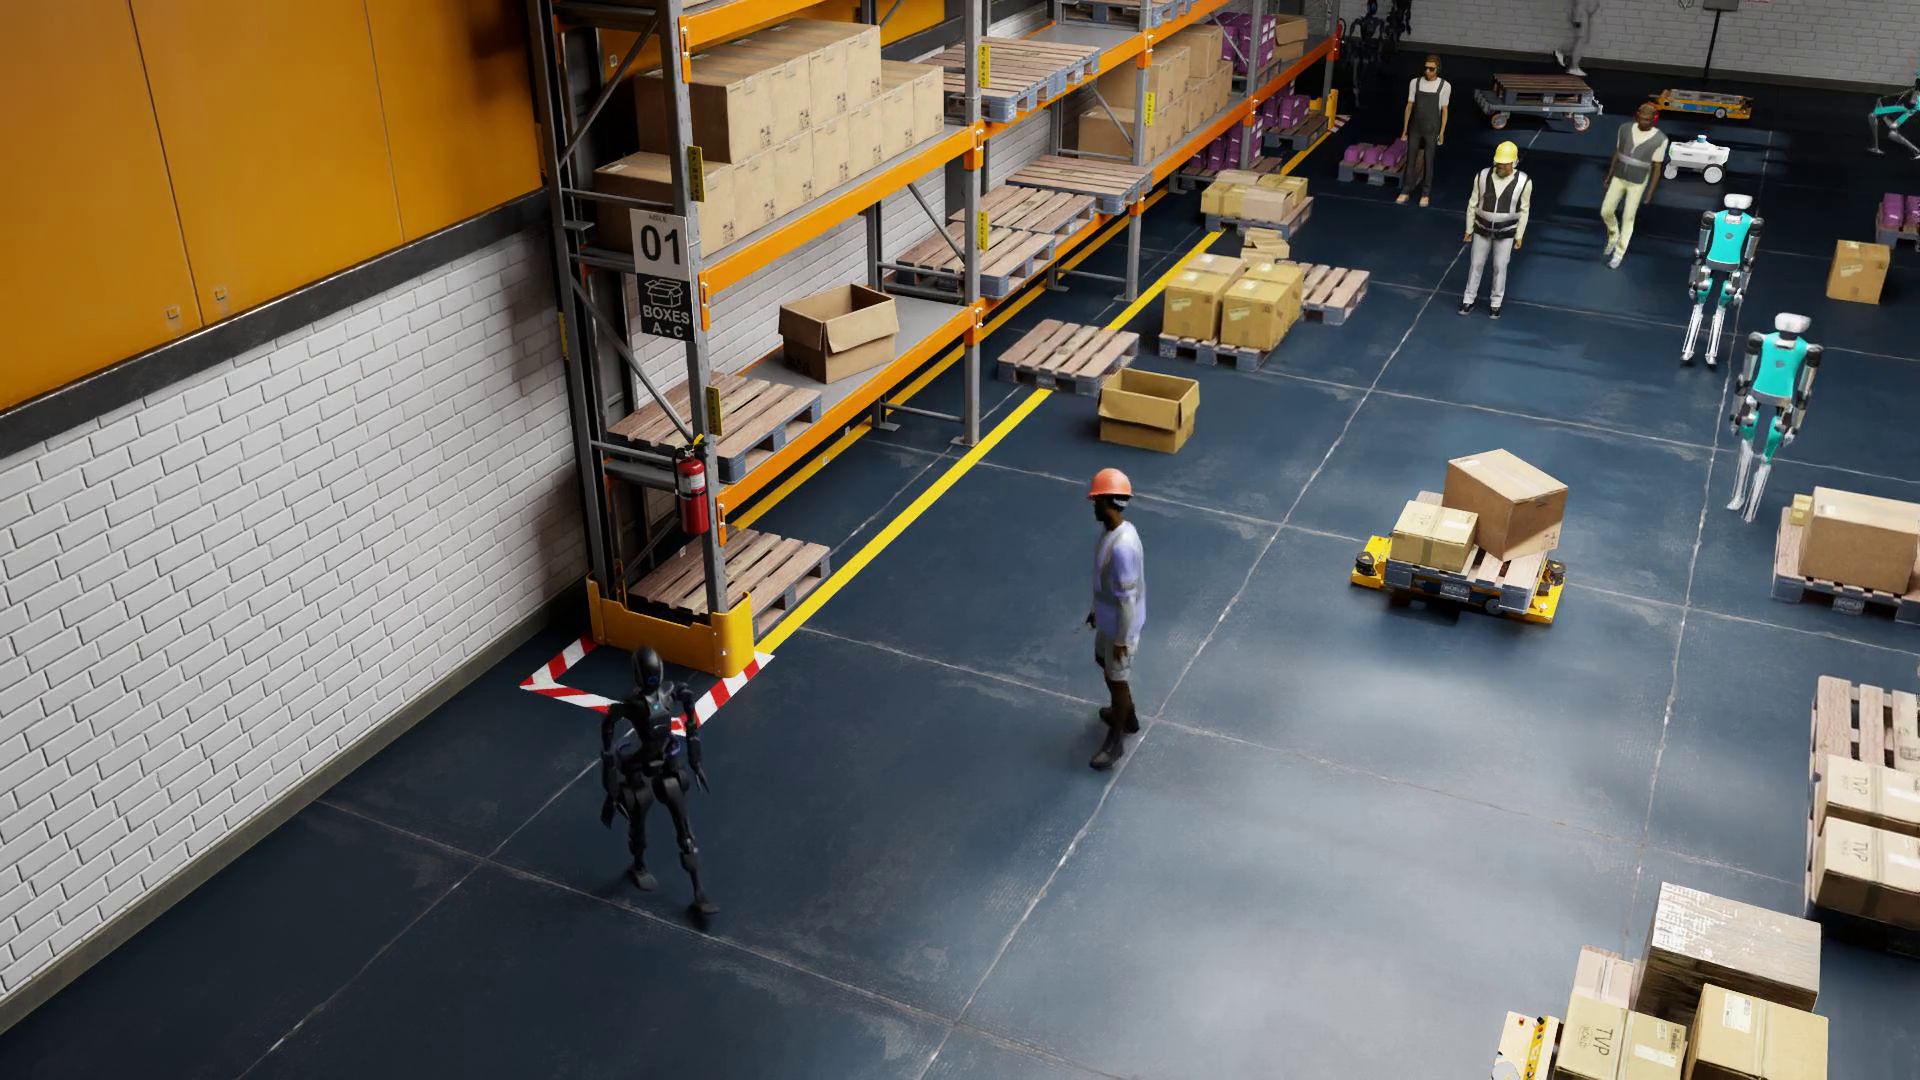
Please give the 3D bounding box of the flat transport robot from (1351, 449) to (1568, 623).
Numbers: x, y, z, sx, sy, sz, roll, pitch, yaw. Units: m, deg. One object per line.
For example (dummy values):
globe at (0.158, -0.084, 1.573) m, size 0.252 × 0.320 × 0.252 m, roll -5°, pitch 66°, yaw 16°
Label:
flat transport robot at (3.680, 0.247, 12.270) m, size 1.431 × 0.231 × 0.659 m, roll 13°, pitch 31°, yaw 22°

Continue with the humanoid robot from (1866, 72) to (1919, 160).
humanoid robot at (12.521, -5.863, 22.051) m, size 1.015 × 1.724 × 0.552 m, roll 22°, pitch 35°, yaw 34°

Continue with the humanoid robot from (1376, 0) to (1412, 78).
humanoid robot at (7.018, -8.209, 26.484) m, size 0.630 × 1.640 × 0.598 m, roll 24°, pitch 37°, yaw 38°

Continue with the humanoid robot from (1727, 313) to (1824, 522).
humanoid robot at (6.330, -0.977, 13.015) m, size 0.533 × 1.801 × 0.754 m, roll 16°, pitch 32°, yaw 27°

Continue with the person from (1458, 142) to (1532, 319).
person at (5.441, -3.153, 16.931) m, size 0.598 × 1.827 × 0.404 m, roll 13°, pitch 31°, yaw 22°

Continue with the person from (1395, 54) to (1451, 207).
person at (5.679, -5.016, 20.369) m, size 0.512 × 1.843 × 0.329 m, roll 13°, pitch 31°, yaw 22°

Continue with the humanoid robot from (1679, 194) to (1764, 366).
humanoid robot at (7.165, -2.501, 15.677) m, size 0.533 × 1.677 × 0.735 m, roll 13°, pitch 31°, yaw 22°

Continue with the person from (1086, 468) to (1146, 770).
person at (0.964, 0.484, 10.142) m, size 0.394 × 1.884 × 0.659 m, roll -3°, pitch 29°, yaw -6°

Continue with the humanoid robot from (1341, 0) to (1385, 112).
humanoid robot at (5.963, -7.187, 24.622) m, size 0.601 × 1.616 × 0.749 m, roll -5°, pitch 29°, yaw -9°

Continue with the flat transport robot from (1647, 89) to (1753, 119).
flat transport robot at (11.016, -6.498, 24.777) m, size 1.431 × 0.231 × 0.659 m, roll 13°, pitch 31°, yaw 22°

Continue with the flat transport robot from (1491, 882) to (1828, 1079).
flat transport robot at (3.262, 2.645, 7.824) m, size 1.431 × 0.231 × 0.659 m, roll 13°, pitch 31°, yaw 22°

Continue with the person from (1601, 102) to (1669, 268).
person at (7.428, -3.953, 18.418) m, size 0.633 × 1.824 × 0.640 m, roll 24°, pitch 36°, yaw 37°

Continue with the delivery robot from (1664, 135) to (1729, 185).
delivery robot at (9.581, -4.961, 21.596) m, size 0.739 × 0.566 × 0.499 m, roll 13°, pitch 31°, yaw 22°

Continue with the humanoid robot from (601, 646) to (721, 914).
humanoid robot at (-1.622, 1.289, 8.881) m, size 0.610 × 1.627 × 0.754 m, roll -18°, pitch 33°, yaw -29°

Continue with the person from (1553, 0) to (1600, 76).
person at (9.936, -8.419, 26.661) m, size 0.563 × 1.879 × 0.651 m, roll 19°, pitch 34°, yaw 32°
